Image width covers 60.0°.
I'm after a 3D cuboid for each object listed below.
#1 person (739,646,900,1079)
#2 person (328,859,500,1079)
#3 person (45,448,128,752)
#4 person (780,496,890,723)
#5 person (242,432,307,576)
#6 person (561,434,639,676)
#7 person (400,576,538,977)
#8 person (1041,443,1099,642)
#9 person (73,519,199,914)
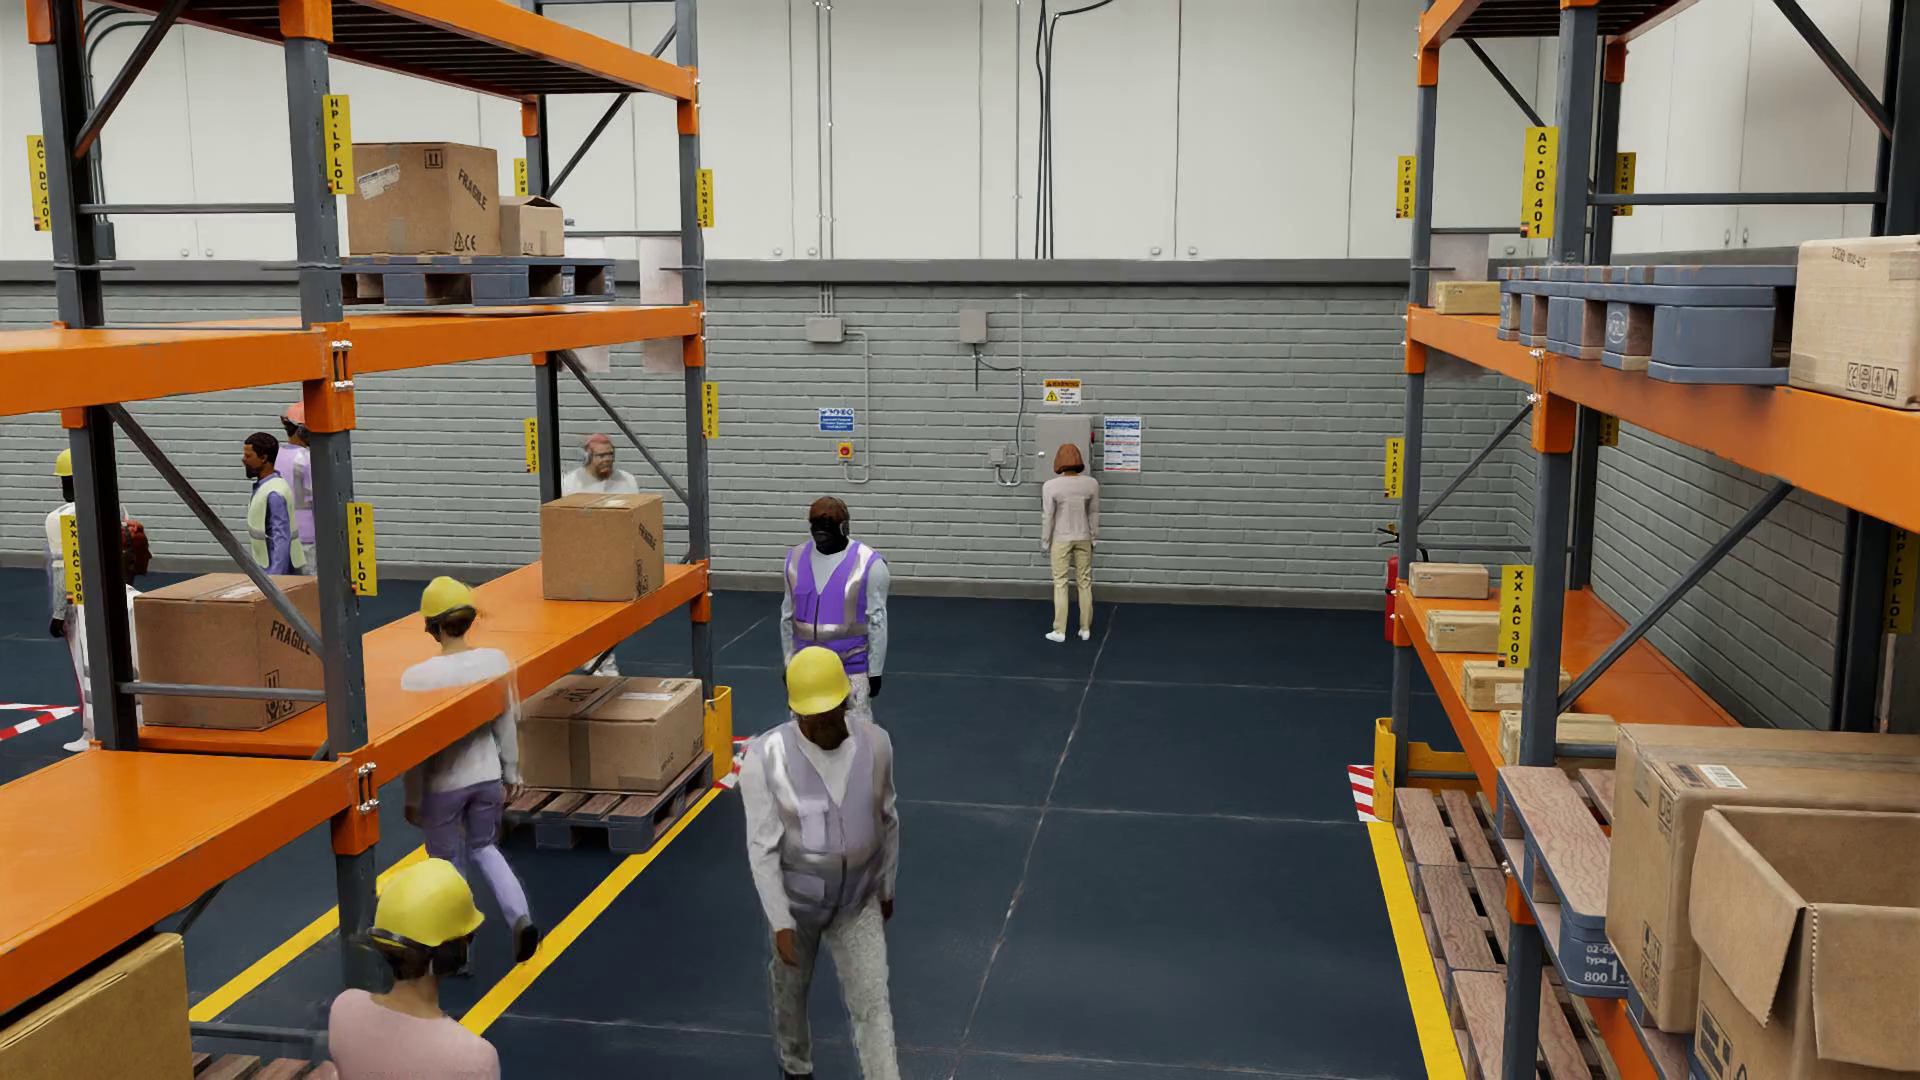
[{"bbox_3d":[-0.435,1.233,5.713,0.600,1.766,0.972,-4,10,-25],"label":"person"},{"bbox_3d":[-1.214,1.566,3.843,0.532,1.713,0.947,4,10,25],"label":"person"},{"bbox_3d":[-5.508,0.379,10.510,0.373,1.925,0.595,3,10,17],"label":"person"},{"bbox_3d":[-0.691,0.672,9.003,0.626,1.837,0.429,4,10,21],"label":"person"},{"bbox_3d":[-4.786,0.200,11.635,0.391,1.920,0.587,-5,10,-28],"label":"person"},{"bbox_3d":[-2.577,0.158,12.092,0.649,1.853,0.978,-8,12,-41],"label":"person"},{"bbox_3d":[-2.094,1.027,7.057,0.482,1.754,0.535,7,12,38],"label":"person"},{"bbox_3d":[0.899,0.024,13.607,0.497,1.632,0.289,-3,10,-19],"label":"person"},{"bbox_3d":[-3.903,0.837,7.816,0.585,1.882,0.337,6,11,33],"label":"person"}]
